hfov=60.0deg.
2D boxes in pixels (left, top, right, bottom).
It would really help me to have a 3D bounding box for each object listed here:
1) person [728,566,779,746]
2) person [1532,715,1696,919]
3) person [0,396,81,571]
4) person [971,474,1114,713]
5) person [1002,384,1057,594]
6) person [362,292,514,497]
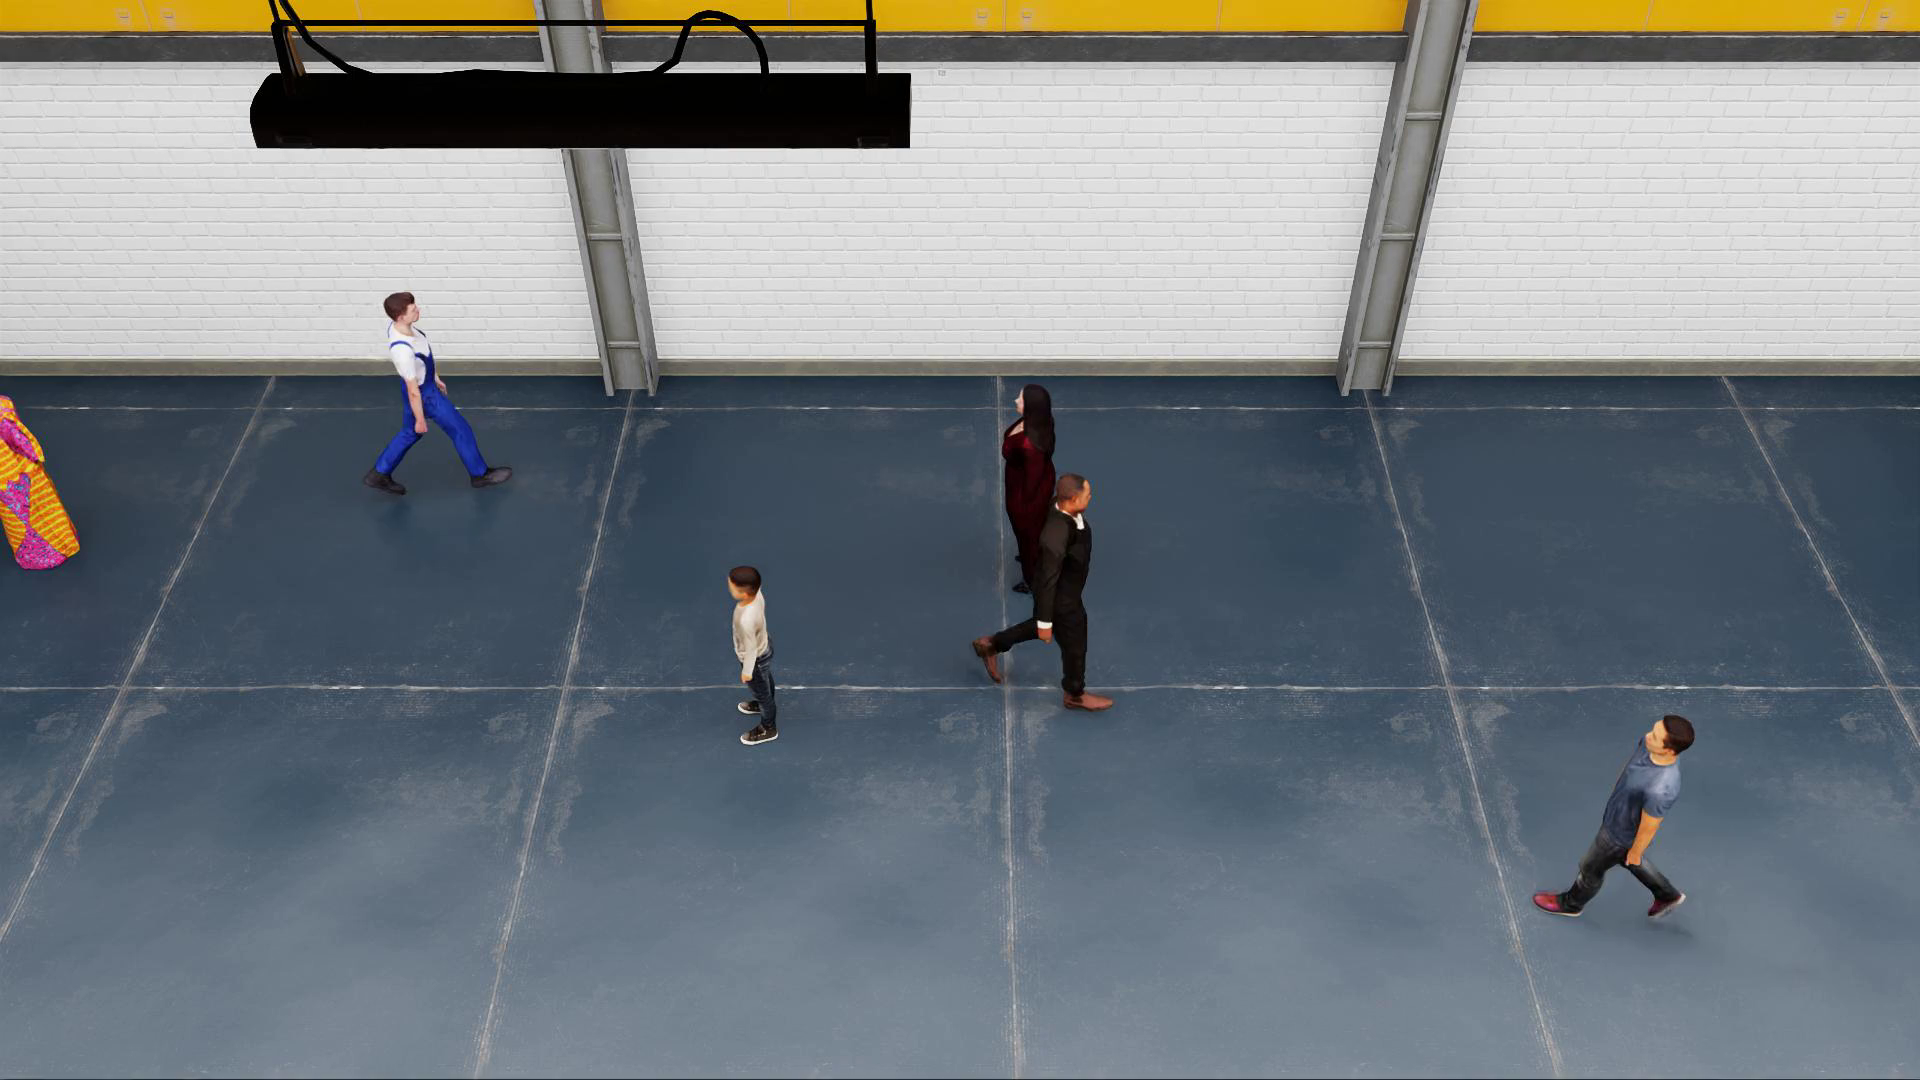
[{"bbox_3d":[-1.299,0.700,10.539,0.526,1.466,0.561,-3,44,-4],"label":"person"},{"bbox_3d":[3.852,1.604,9.354,1.128,1.791,0.878,12,45,12],"label":"person"},{"bbox_3d":[-6.715,-0.522,11.663,0.799,1.685,0.760,20,47,19],"label":"person"},{"bbox_3d":[0.535,0.321,10.646,1.279,1.867,0.873,10,45,10],"label":"person"},{"bbox_3d":[0.498,-0.370,11.451,0.623,1.757,0.680,5,44,5],"label":"person"},{"bbox_3d":[-4.001,-1.017,12.092,1.370,1.810,0.968,-16,46,-16],"label":"person"}]
